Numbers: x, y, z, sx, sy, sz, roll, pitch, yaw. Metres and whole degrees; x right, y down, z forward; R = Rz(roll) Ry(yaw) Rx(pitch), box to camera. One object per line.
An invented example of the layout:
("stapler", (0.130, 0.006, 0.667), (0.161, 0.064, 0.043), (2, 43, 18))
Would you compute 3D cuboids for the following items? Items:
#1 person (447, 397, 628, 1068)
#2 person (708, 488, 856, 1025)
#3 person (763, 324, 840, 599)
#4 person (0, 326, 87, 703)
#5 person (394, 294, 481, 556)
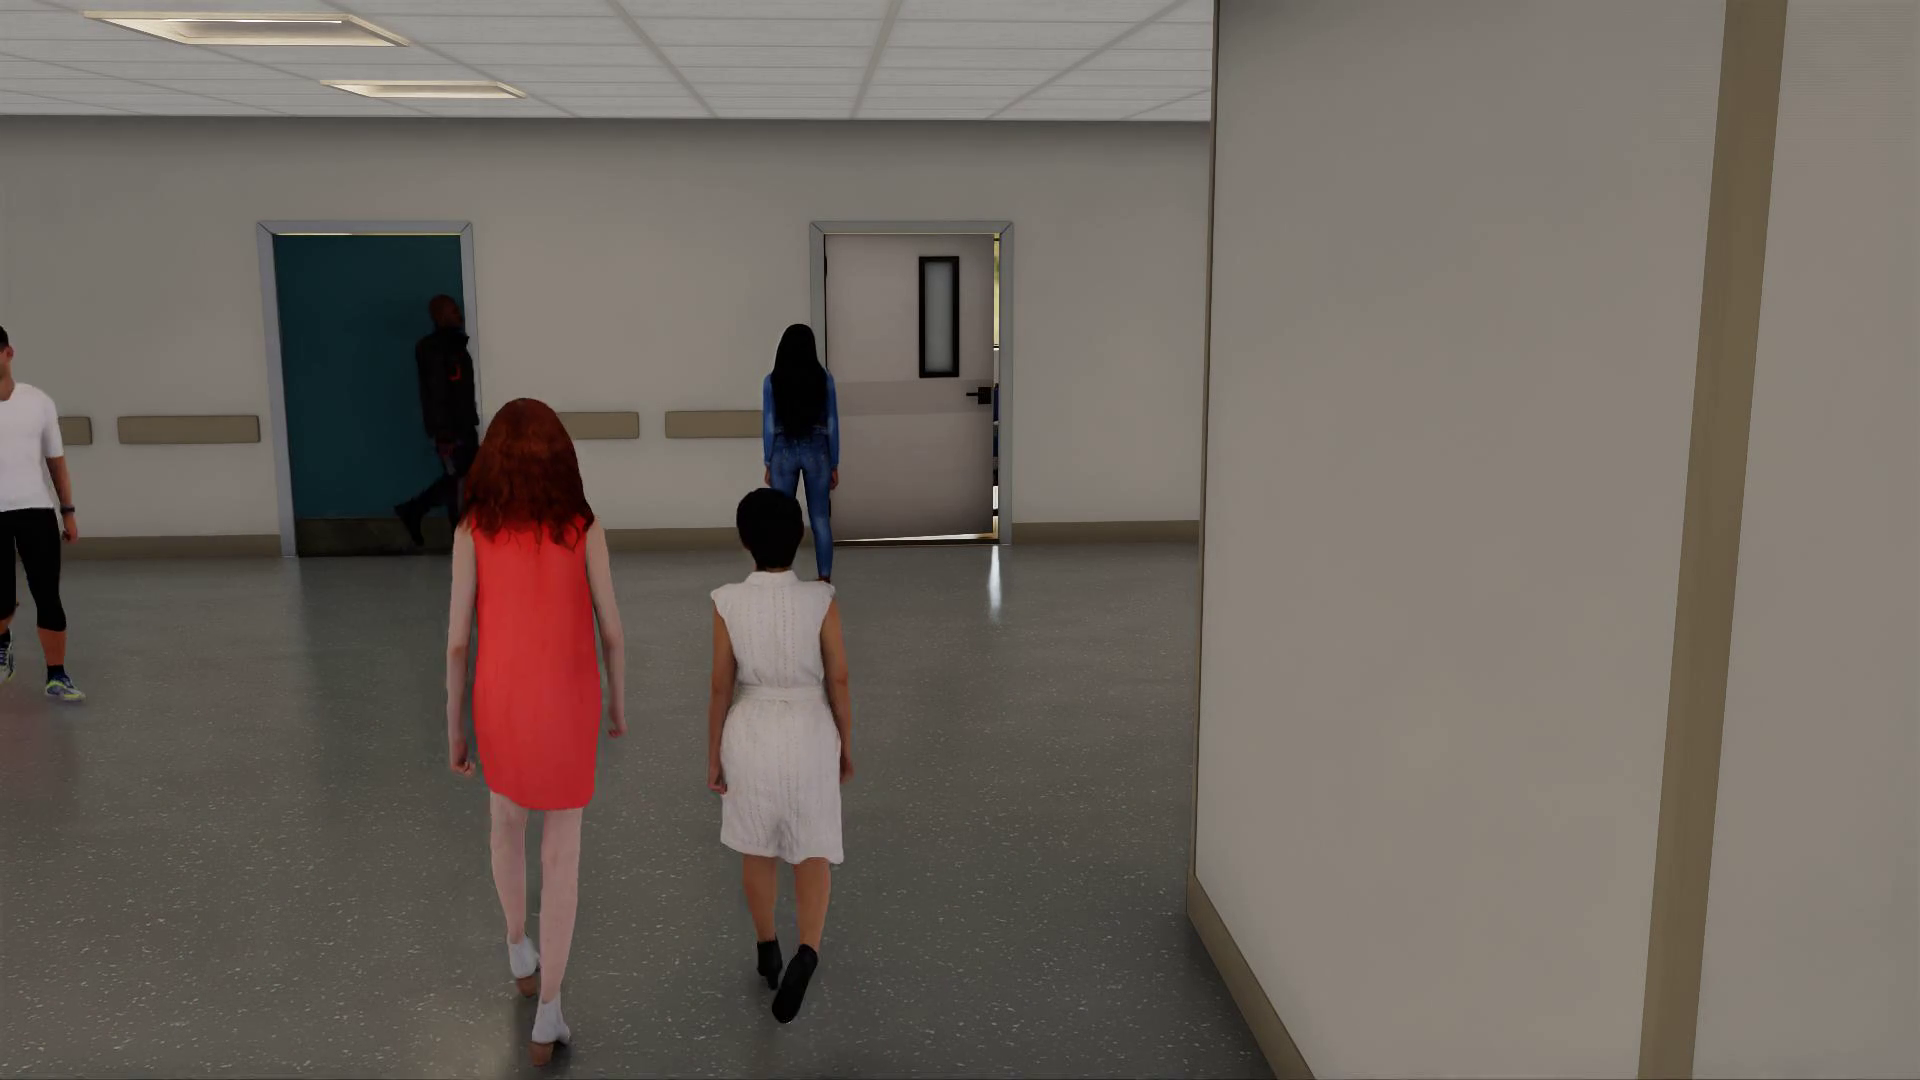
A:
("person", (-1.162, 0.545, 4.526), (0.776, 1.802, 0.669), (-1, 11, -4))
("person", (-0.505, 0.640, 4.742), (0.834, 1.533, 0.634), (-1, 11, -6))
("person", (-0.949, -0.435, 9.924), (0.452, 1.713, 0.666), (-1, 11, -7))
("person", (-4.571, -0.122, 7.950), (1.026, 1.835, 0.979), (11, 15, 44))
("person", (-3.602, -0.770, 11.456), (0.989, 1.801, 0.744), (0, 11, -1))
